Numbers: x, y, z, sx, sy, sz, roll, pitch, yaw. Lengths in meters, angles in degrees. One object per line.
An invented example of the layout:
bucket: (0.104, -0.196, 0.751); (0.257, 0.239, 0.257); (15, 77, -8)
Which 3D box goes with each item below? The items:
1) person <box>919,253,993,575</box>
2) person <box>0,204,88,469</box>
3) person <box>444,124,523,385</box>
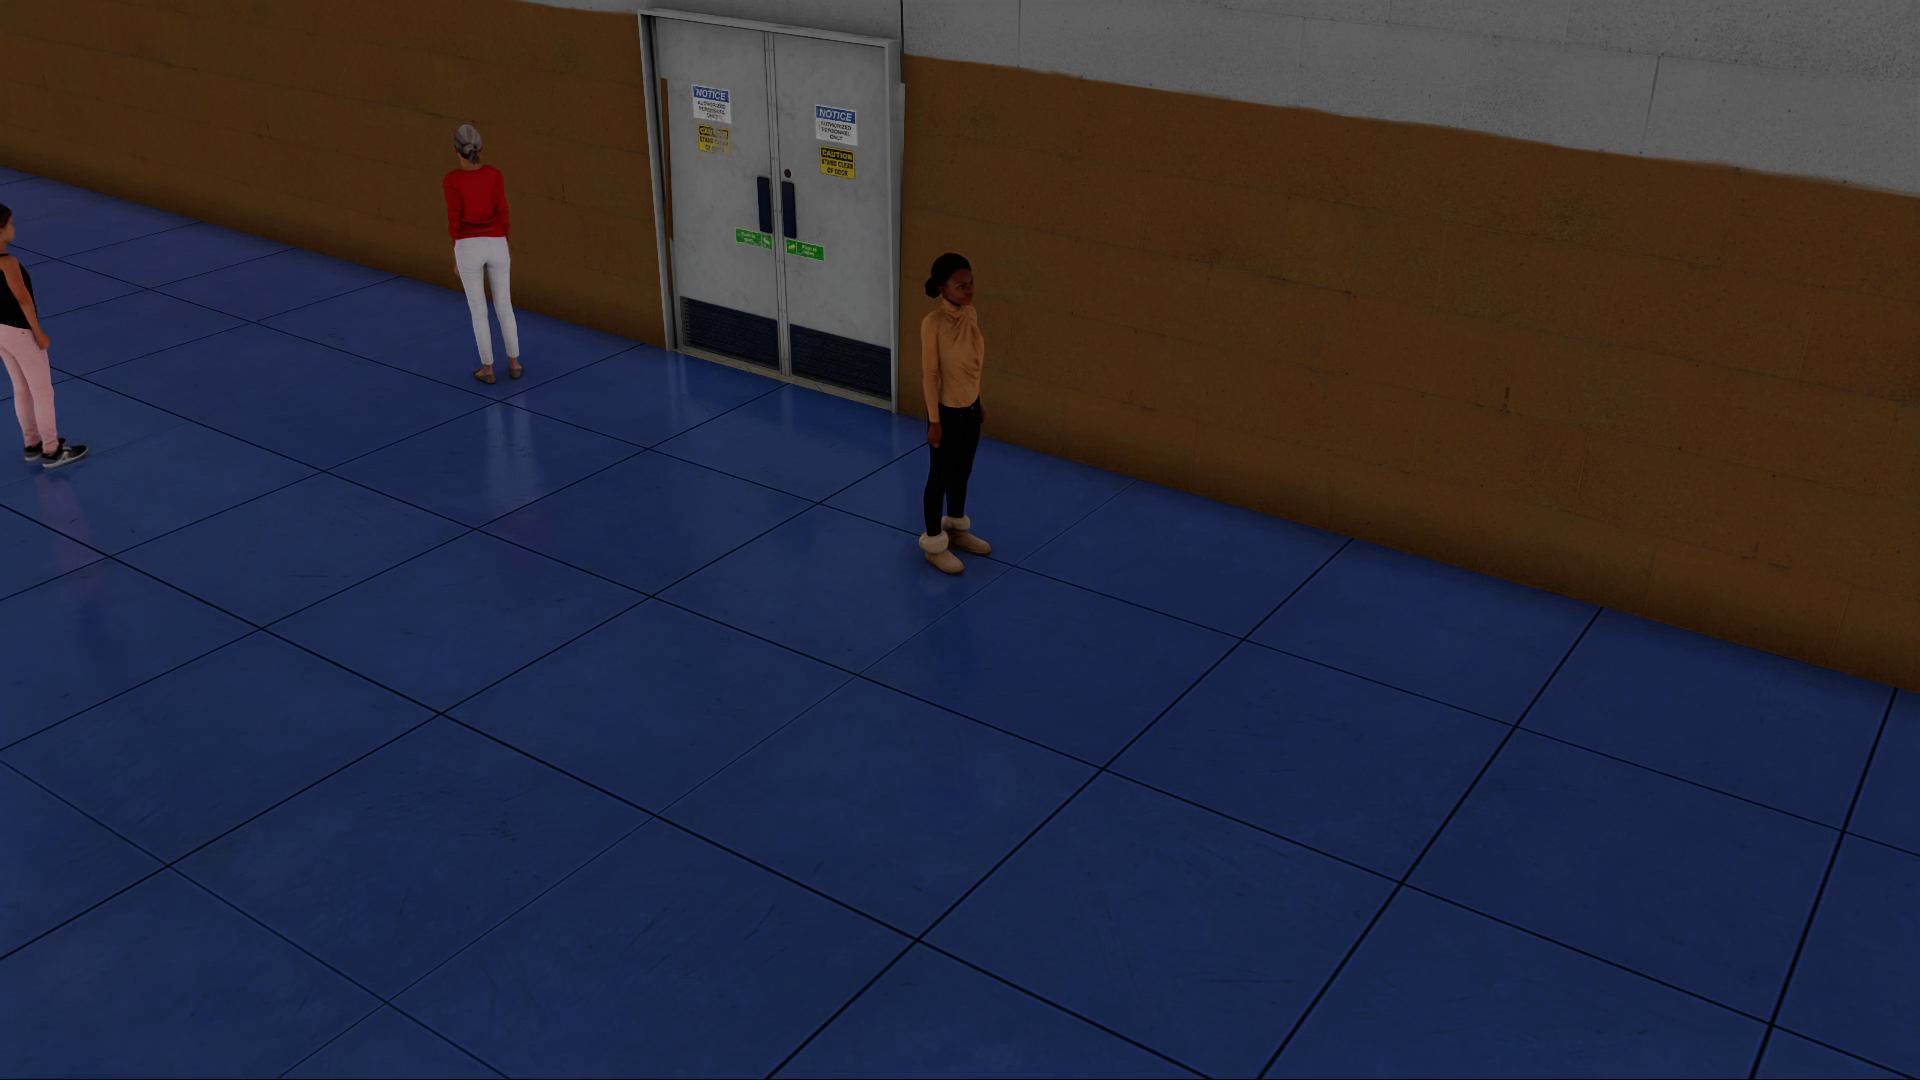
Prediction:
person: (-0.037, -0.660, 8.474); (0.648, 1.660, 0.476); (18, 32, 31)
person: (-5.441, -1.175, 9.597); (0.534, 1.562, 0.536); (15, 30, 26)
person: (-3.094, -1.848, 10.778); (0.597, 1.694, 0.696); (-15, 31, -27)
